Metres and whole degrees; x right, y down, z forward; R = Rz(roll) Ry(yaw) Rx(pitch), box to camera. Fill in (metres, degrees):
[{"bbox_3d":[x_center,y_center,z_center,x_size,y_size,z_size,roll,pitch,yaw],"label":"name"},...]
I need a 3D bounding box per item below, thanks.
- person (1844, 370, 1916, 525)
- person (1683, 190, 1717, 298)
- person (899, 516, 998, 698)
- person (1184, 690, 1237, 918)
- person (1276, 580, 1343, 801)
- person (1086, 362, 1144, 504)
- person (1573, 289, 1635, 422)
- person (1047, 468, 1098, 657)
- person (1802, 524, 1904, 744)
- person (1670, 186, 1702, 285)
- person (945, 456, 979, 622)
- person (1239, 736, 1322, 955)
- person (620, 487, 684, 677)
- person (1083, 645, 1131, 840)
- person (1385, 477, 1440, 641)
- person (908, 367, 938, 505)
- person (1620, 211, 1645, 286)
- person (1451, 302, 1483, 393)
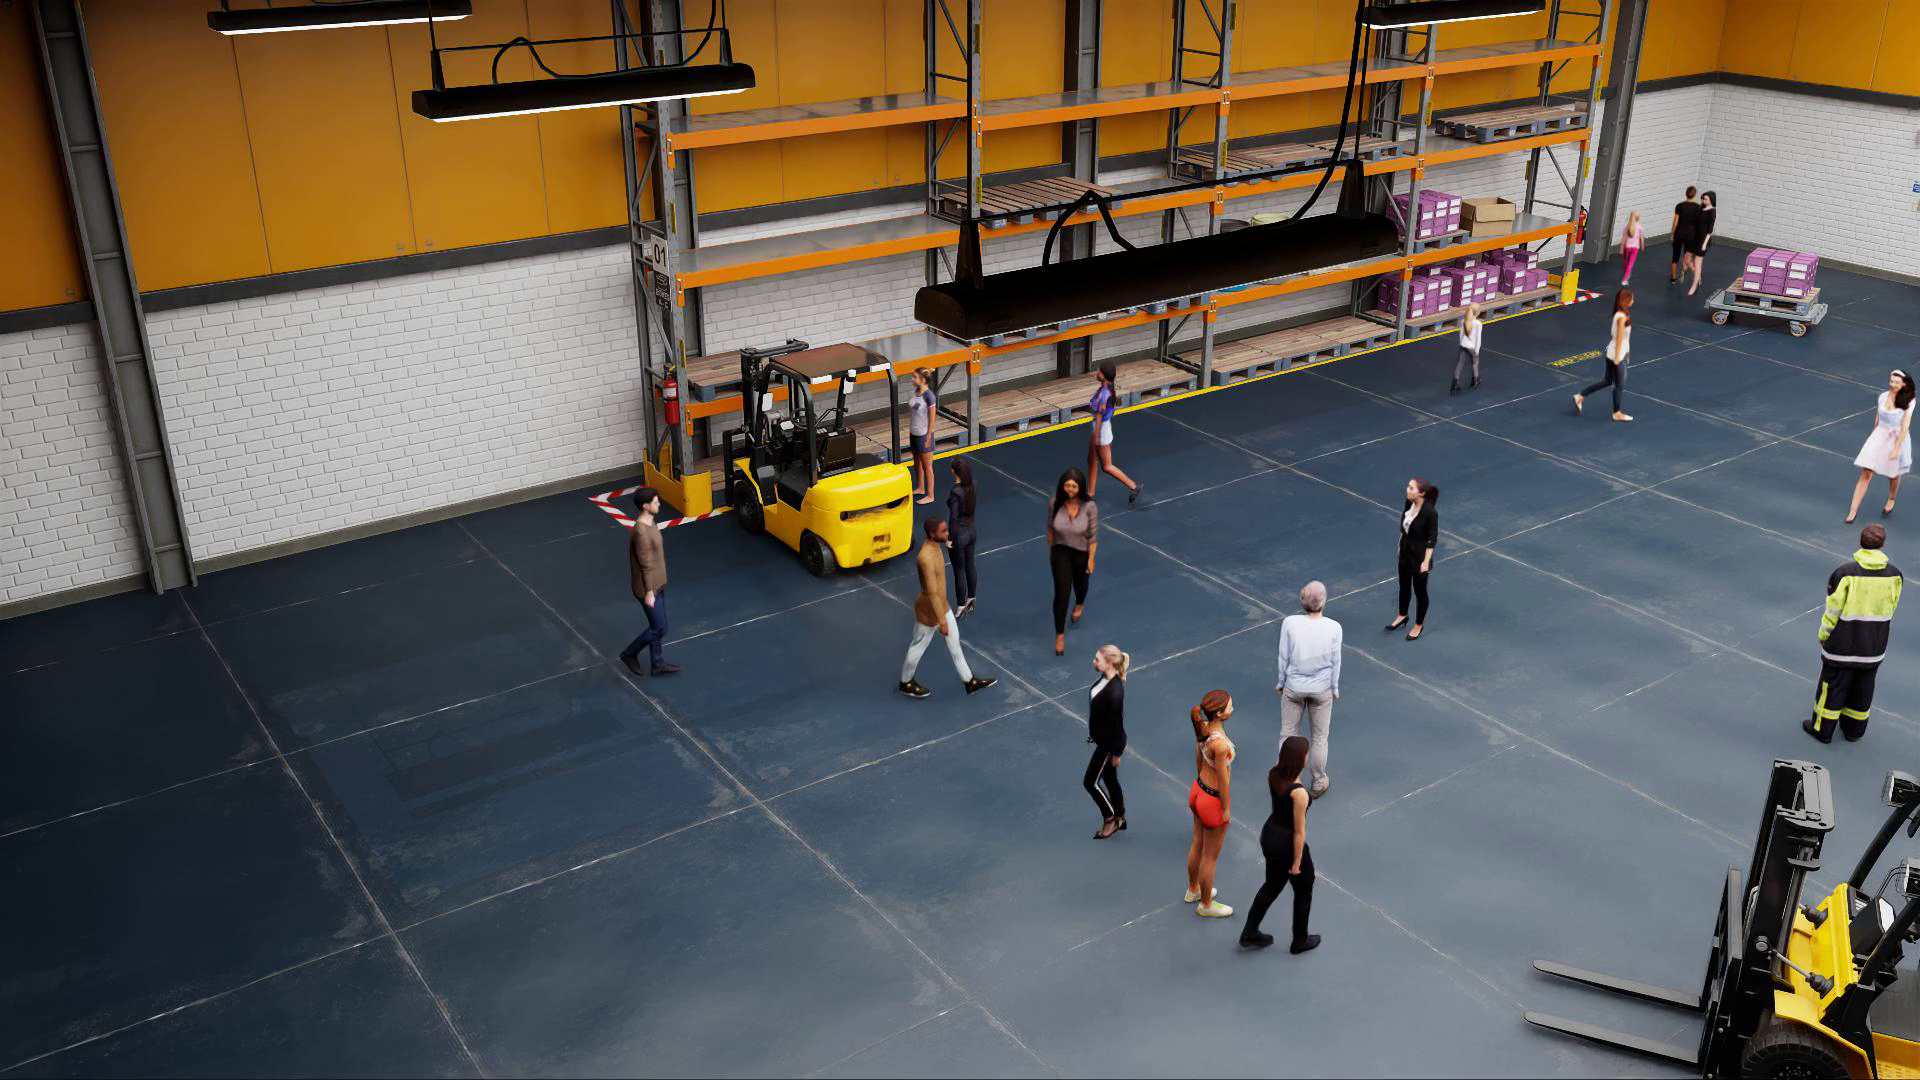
[{"bbox_3d":[10.423,-1.016,18.592,1.228,1.750,0.712,-19,30,-36],"label":"person"},{"bbox_3d":[12.258,-4.855,27.327,0.849,1.787,0.799,0,24,0],"label":"person"},{"bbox_3d":[-0.341,0.626,14.803,1.191,1.776,1.154,5,24,11],"label":"person"},{"bbox_3d":[1.792,1.876,11.925,0.663,1.791,0.643,-6,24,-14],"label":"person"},{"bbox_3d":[2.792,1.199,13.347,0.748,1.892,0.785,7,25,15],"label":"person"},{"bbox_3d":[1.721,-1.187,19.021,1.065,1.719,1.039,6,24,12],"label":"person"},{"bbox_3d":[8.514,-2.427,21.796,1.050,1.769,1.009,6,24,13],"label":"person"},{"bbox_3d":[1.083,0.143,15.890,1.152,1.791,1.185,3,24,8],"label":"person"},{"bbox_3d":[7.615,0.799,14.154,0.817,1.979,0.928,0,24,-1],"label":"person"},{"bbox_3d":[12.251,-5.130,28.121,0.797,1.657,0.903,10,25,21],"label":"person"},{"bbox_3d":[0.024,-0.028,16.380,0.689,1.711,0.527,16,28,32],"label":"person"},{"bbox_3d":[2.185,2.130,11.503,0.874,1.664,0.716,-7,25,-15],"label":"person"},{"bbox_3d":[-2.906,0.417,15.157,0.942,1.876,0.862,-2,24,-3],"label":"person"},{"bbox_3d":[1.226,1.570,12.751,0.762,1.691,0.725,1,24,2],"label":"person"},{"bbox_3d":[4.394,0.158,16.020,0.600,1.659,0.637,-10,26,-22],"label":"person"},{"bbox_3d":[-0.432,-1.225,19.228,0.584,1.624,0.620,-11,26,-23],"label":"person"},{"bbox_3d":[11.364,-4.921,28.150,0.659,1.250,0.927,17,29,33],"label":"person"},{"bbox_3d":[6.967,-2.628,22.910,0.915,1.245,0.596,-21,31,-39],"label":"person"}]
